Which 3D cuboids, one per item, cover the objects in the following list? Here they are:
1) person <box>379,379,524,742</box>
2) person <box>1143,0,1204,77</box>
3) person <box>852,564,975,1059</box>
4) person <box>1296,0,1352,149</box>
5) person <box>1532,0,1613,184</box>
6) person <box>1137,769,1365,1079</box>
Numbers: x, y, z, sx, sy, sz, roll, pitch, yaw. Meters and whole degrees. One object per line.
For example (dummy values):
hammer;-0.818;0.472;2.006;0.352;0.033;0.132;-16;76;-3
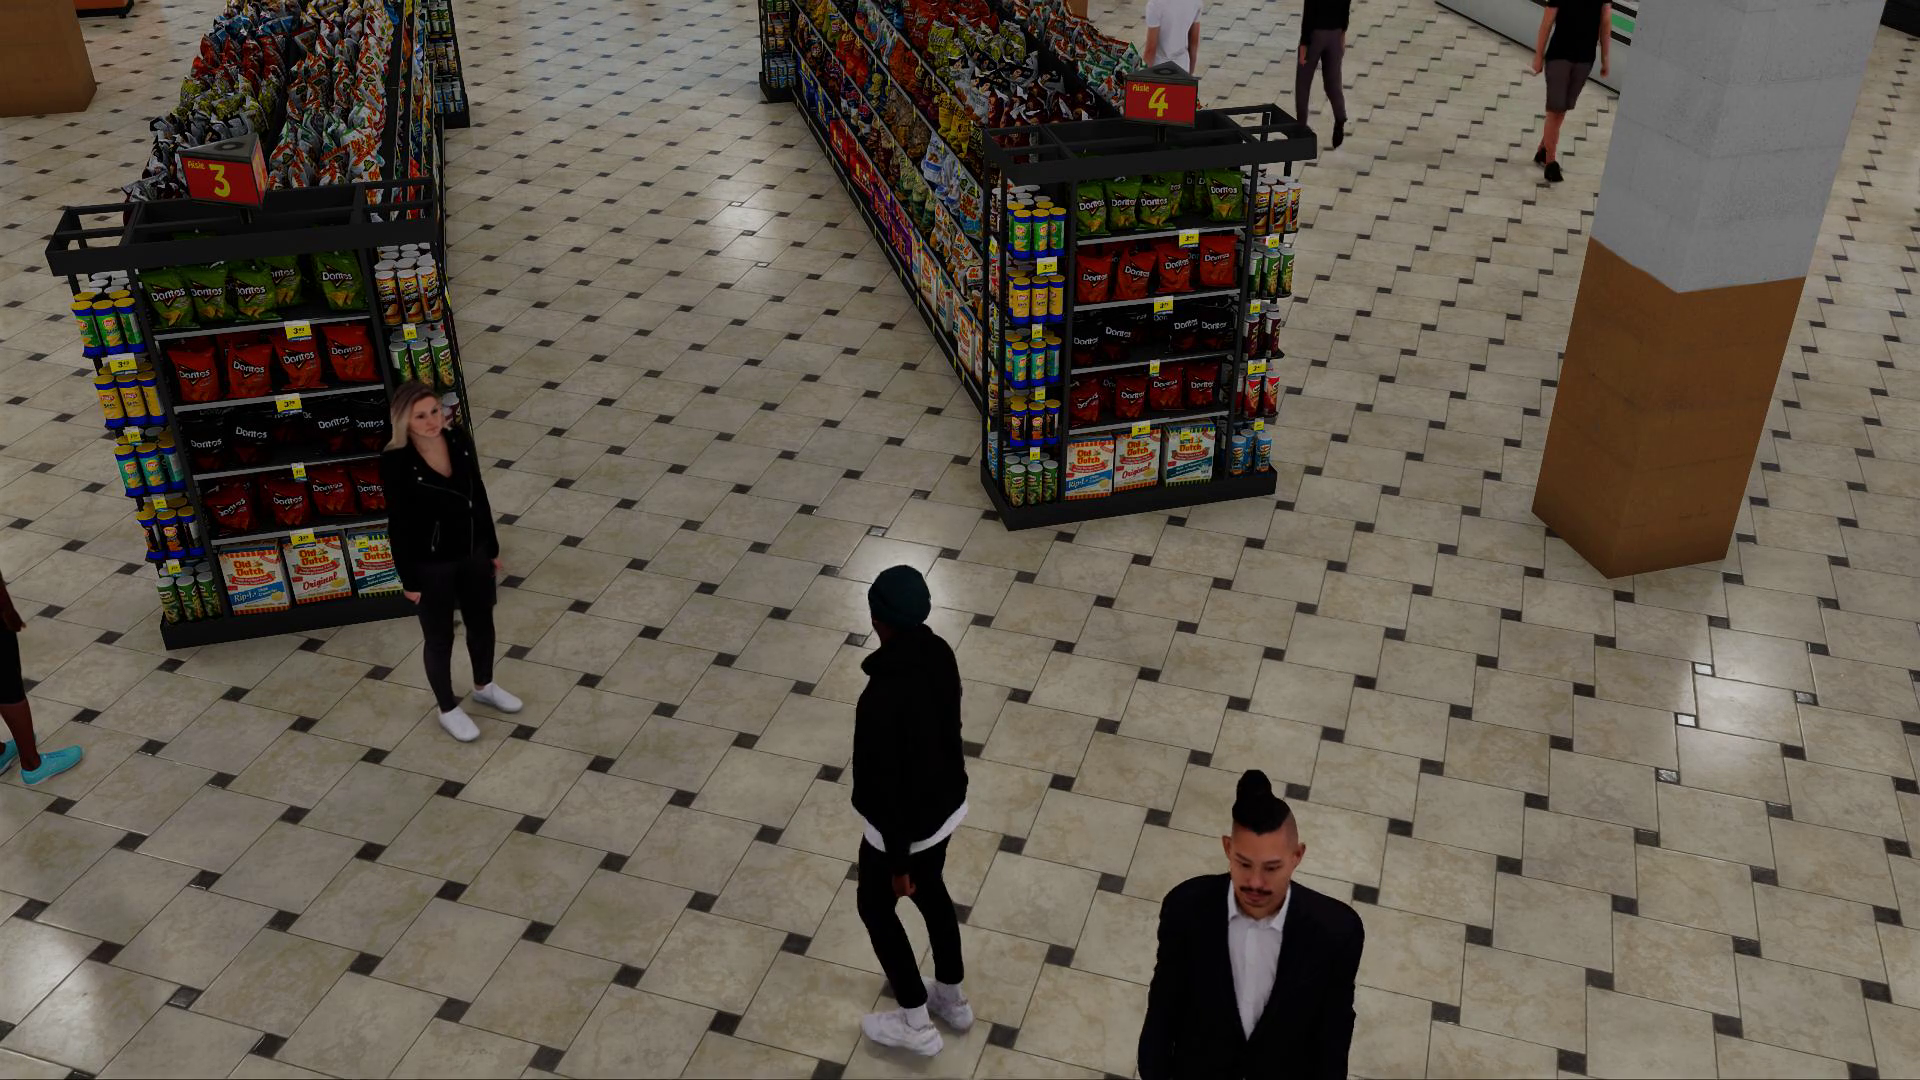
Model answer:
person;-2.151;0.075;6.975;0.737;1.678;0.702;21;38;30
person;1.577;-3.496;12.552;0.705;1.851;0.637;-17;36;-25
person;-0.116;0.946;5.481;0.881;1.779;0.830;11;33;17
person;2.978;-3.951;13.474;0.585;1.647;0.944;-8;33;-13
person;4.758;-3.807;13.067;0.712;1.835;0.982;-6;32;-9
person;0.803;1.386;4.623;0.916;1.937;0.978;10;33;15
